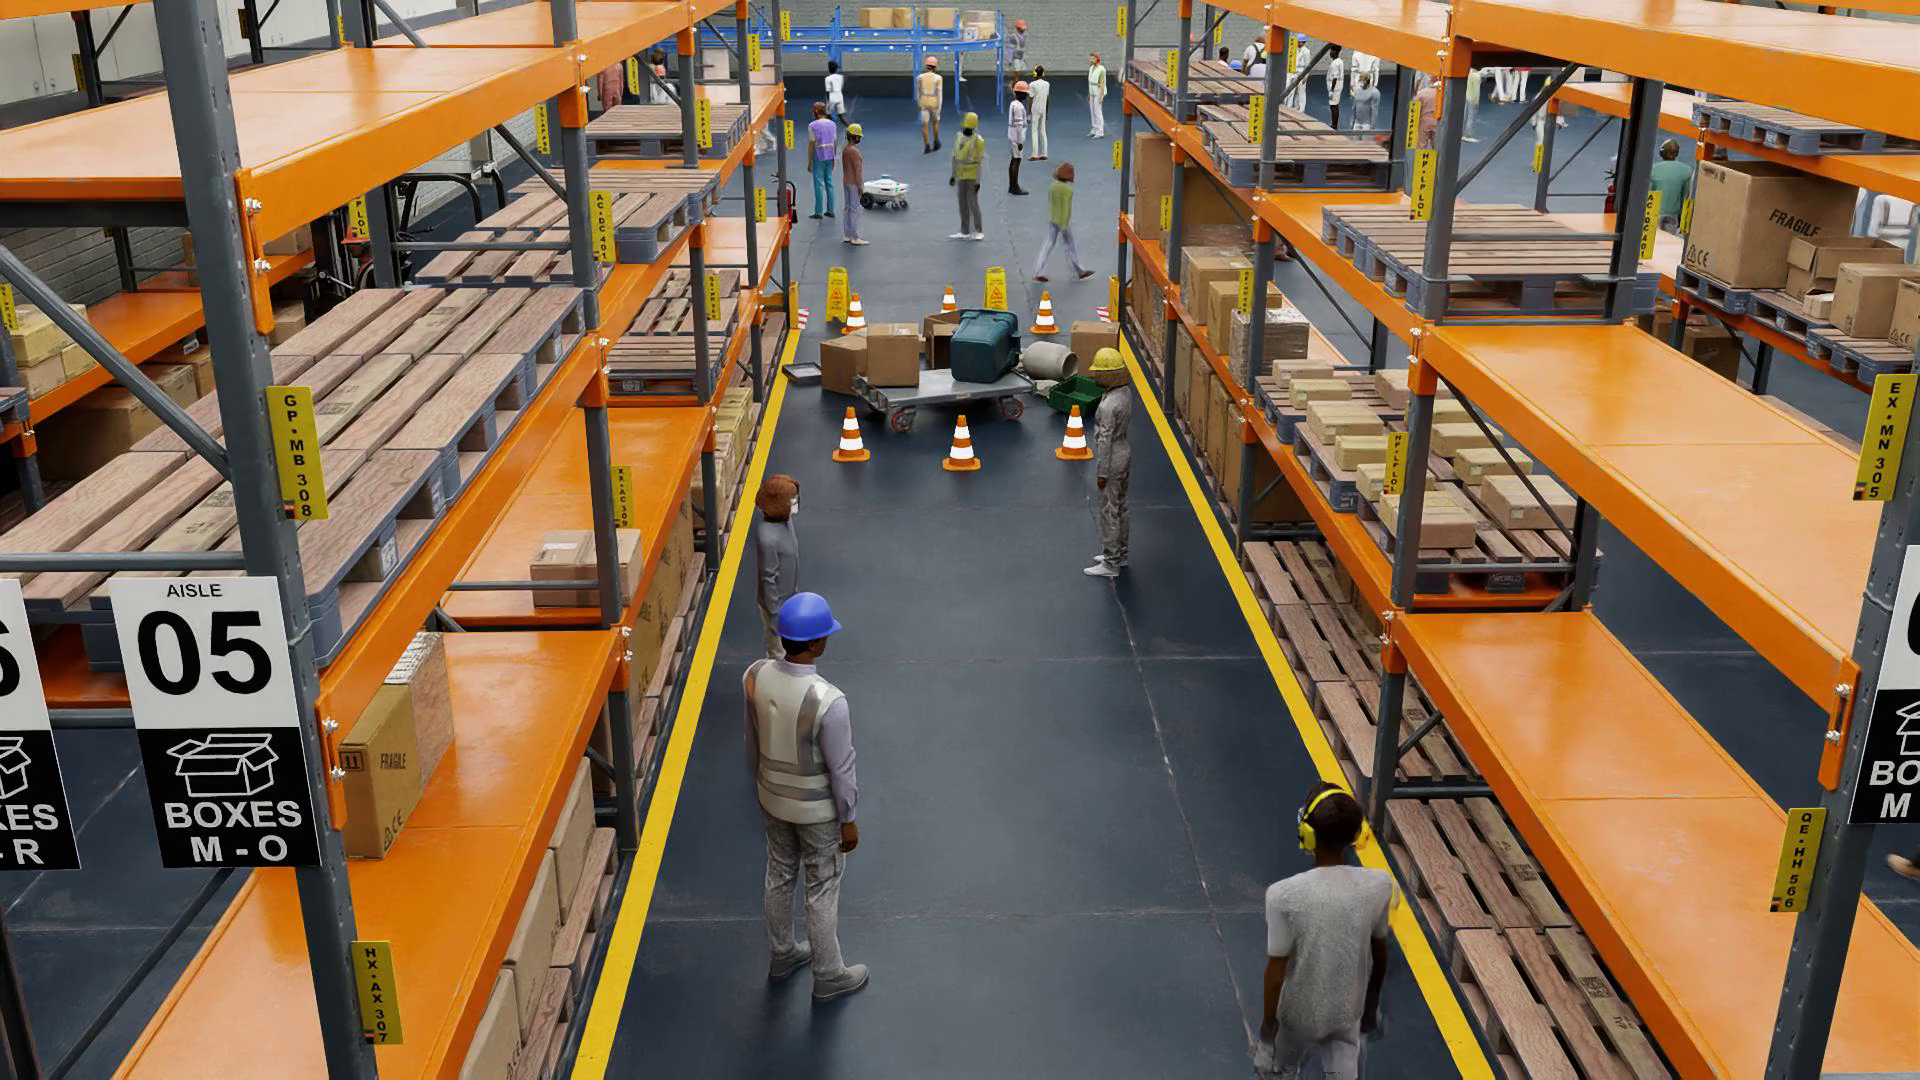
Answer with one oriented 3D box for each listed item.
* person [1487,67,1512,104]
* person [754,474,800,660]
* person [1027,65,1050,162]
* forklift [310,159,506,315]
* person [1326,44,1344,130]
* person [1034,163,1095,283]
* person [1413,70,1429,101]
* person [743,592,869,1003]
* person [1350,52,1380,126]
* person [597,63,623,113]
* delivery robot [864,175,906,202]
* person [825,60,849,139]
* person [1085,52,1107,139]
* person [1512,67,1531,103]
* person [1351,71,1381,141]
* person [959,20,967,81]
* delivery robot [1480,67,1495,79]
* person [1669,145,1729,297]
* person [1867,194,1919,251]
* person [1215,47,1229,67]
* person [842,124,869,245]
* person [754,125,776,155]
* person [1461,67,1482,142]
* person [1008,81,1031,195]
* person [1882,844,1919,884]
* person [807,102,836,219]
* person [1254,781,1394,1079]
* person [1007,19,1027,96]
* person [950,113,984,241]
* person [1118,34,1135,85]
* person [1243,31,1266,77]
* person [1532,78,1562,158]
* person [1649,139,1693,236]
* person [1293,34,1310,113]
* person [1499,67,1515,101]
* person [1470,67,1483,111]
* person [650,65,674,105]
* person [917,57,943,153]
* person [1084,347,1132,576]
[{"bbox_3d":[13.901,-12.200,42.892,0.593,1.823,1.026,-4,21,-10],"label":"person"},{"bbox_3d":[-1.065,0.374,9.946,0.298,1.622,0.509,2,21,6],"label":"person"},{"bbox_3d":[1.548,-8.448,32.944,0.499,1.861,0.328,-16,26,-35],"label":"person"},{"bbox_3d":[-5.622,-2.910,17.832,2.313,2.155,1.214,-1,21,-1],"label":"forklift"},{"bbox_3d":[8.309,-10.019,36.938,0.373,1.966,0.605,9,22,22],"label":"person"},{"bbox_3d":[1.373,-4.223,22.157,0.880,1.579,0.505,-11,23,-26],"label":"person"},{"bbox_3d":[10.063,-9.760,36.410,0.332,1.860,0.515,16,26,36],"label":"person"},{"bbox_3d":[-0.688,1.148,7.449,0.617,1.946,0.396,16,26,37],"label":"person"},{"bbox_3d":[9.269,-10.492,38.120,0.617,2.028,0.465,5,21,12],"label":"person"},{"bbox_3d":[-7.690,-9.818,36.490,0.642,1.909,0.399,-18,27,-39],"label":"person"},{"bbox_3d":[-1.249,-5.848,27.748,0.707,0.478,0.477,12,24,28],"label":"delivery robot"},{"bbox_3d":[-2.676,-9.535,36.061,0.535,1.675,0.747,-18,27,-39],"label":"person"},{"bbox_3d":[2.985,-9.686,36.246,0.384,1.835,0.562,-8,22,-20],"label":"person"},{"bbox_3d":[14.560,-12.202,43.015,0.338,1.744,0.561,-14,25,-32],"label":"person"},{"bbox_3d":[7.507,-7.727,30.944,0.387,1.927,0.638,-11,23,-27],"label":"person"},{"bbox_3d":[0.068,-14.325,48.646,0.351,1.736,0.523,0,21,-1],"label":"person"},{"bbox_3d":[15.322,-13.602,48.236,0.707,0.478,0.477,-13,24,-31],"label":"delivery robot"},{"bbox_3d":[9.403,-4.026,20.994,0.536,2.000,0.684,-12,24,-28],"label":"person"},{"bbox_3d":[11.220,-3.583,20.115,0.569,1.822,1.034,4,21,10],"label":"person"},{"bbox_3d":[5.719,-9.896,36.704,0.413,1.906,0.599,-8,22,-21],"label":"person"},{"bbox_3d":[-1.571,-5.281,24.707,0.321,1.761,0.522,-10,23,-25],"label":"person"},{"bbox_3d":[-4.067,-8.673,33.855,0.551,1.618,0.584,13,24,31],"label":"person"},{"bbox_3d":[11.028,-9.466,35.759,0.331,1.765,0.533,-3,21,-7],"label":"person"},{"bbox_3d":[1.030,-7.028,29.078,0.376,1.934,0.547,-3,21,-7],"label":"person"},{"bbox_3d":[5.057,0.875,8.337,0.512,1.835,0.347,-11,23,-26],"label":"person"},{"bbox_3d":[-2.202,-6.108,26.794,0.396,1.833,0.568,19,28,40],"label":"person"},{"bbox_3d":[1.322,1.732,6.087,0.551,1.829,0.992,-4,21,-9],"label":"person"},{"bbox_3d":[1.538,-12.921,44.557,0.691,2.013,0.662,15,25,34],"label":"person"},{"bbox_3d":[0.130,-5.449,24.970,0.365,1.892,0.673,-16,26,-36],"label":"person"},{"bbox_3d":[4.754,-13.789,47.420,0.360,1.594,0.677,-8,22,-20],"label":"person"},{"bbox_3d":[7.232,-11.388,40.454,0.751,2.000,0.977,6,21,15],"label":"person"},{"bbox_3d":[11.333,-8.045,32.099,0.491,1.696,0.901,-3,21,-8],"label":"person"},{"bbox_3d":[9.144,-4.232,21.681,0.629,1.940,0.379,1,21,2],"label":"person"},{"bbox_3d":[8.175,-11.189,40.060,0.397,1.944,0.617,-7,22,-17],"label":"person"},{"bbox_3d":[14.366,-12.391,43.384,0.429,1.841,0.634,3,21,7],"label":"person"},{"bbox_3d":[12.777,-11.606,41.259,0.344,1.880,0.580,1,21,4],"label":"person"},{"bbox_3d":[-5.807,-8.319,32.535,0.546,1.915,0.779,4,21,10],"label":"person"},{"bbox_3d":[-0.594,-8.957,34.216,0.551,1.898,0.854,4,21,9],"label":"person"},{"bbox_3d":[1.097,-0.574,12.307,0.322,1.734,0.488,8,22,20],"label":"person"}]
